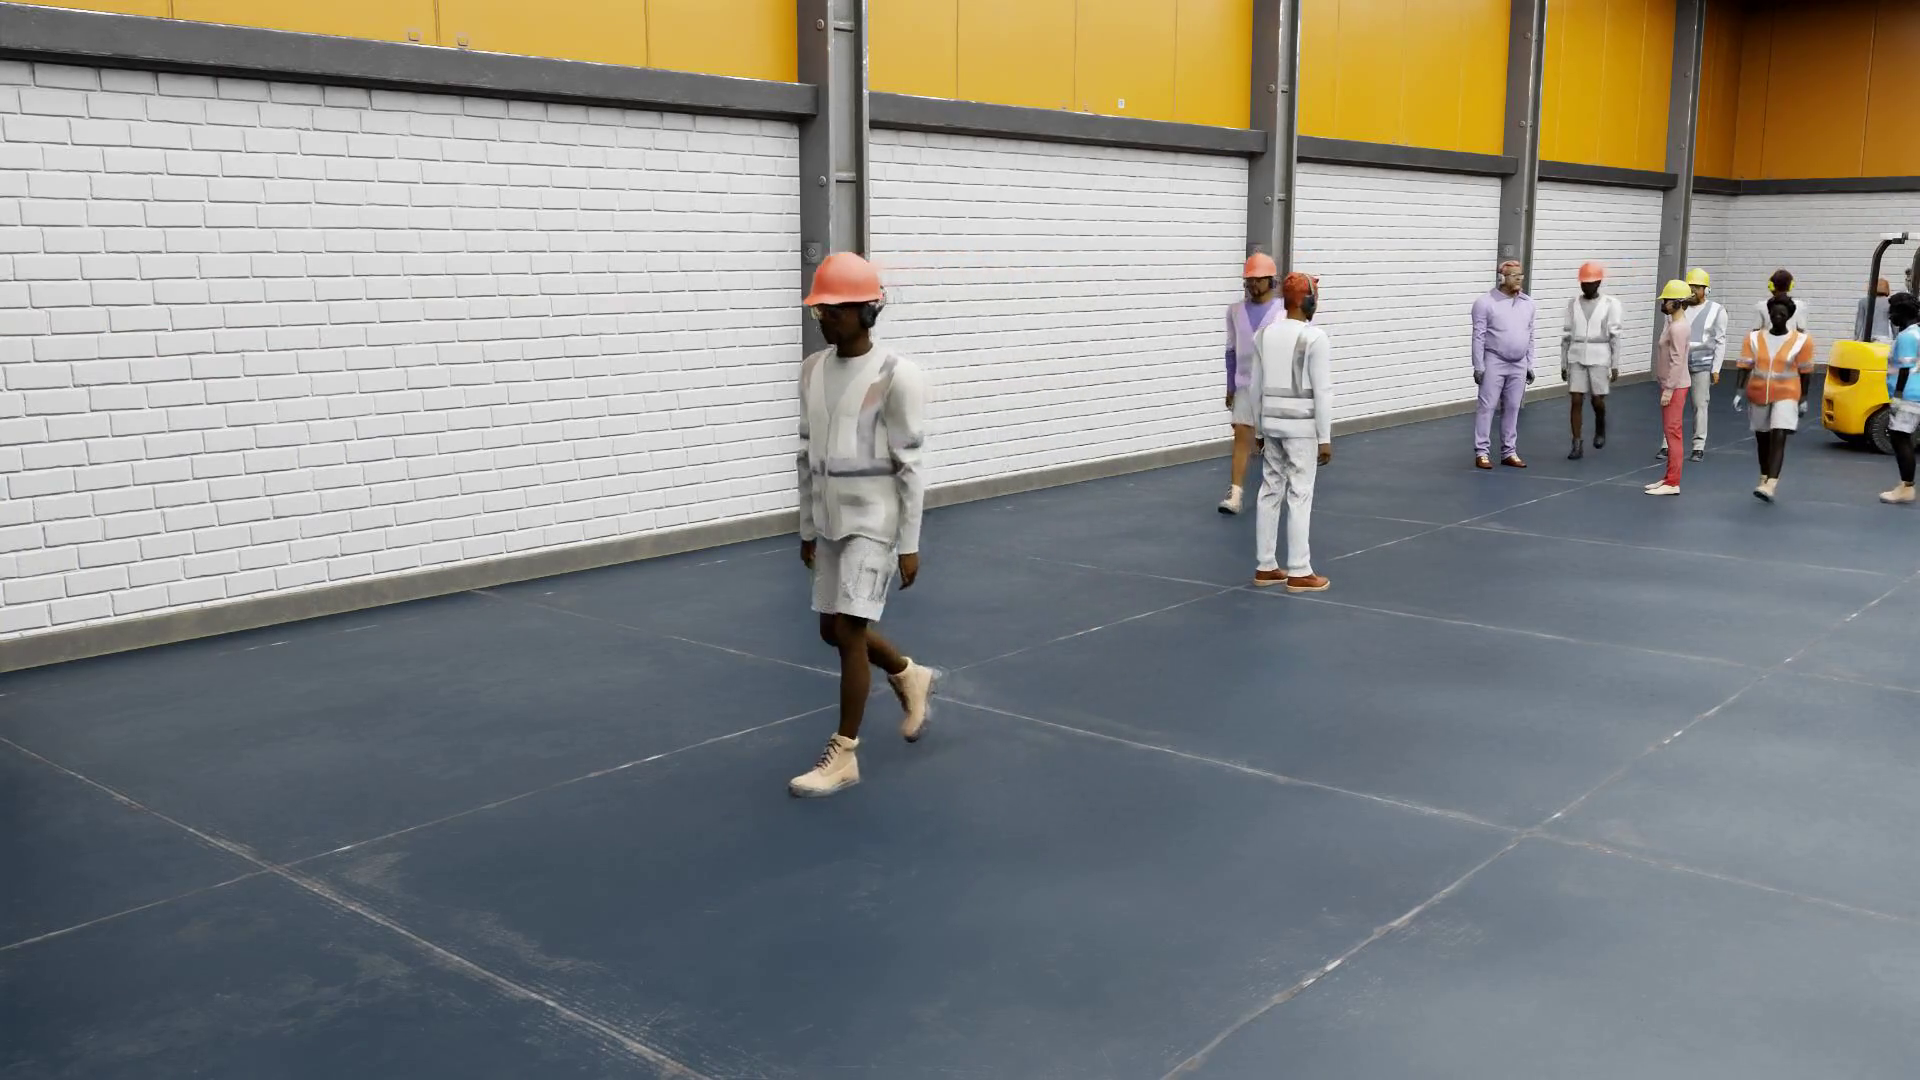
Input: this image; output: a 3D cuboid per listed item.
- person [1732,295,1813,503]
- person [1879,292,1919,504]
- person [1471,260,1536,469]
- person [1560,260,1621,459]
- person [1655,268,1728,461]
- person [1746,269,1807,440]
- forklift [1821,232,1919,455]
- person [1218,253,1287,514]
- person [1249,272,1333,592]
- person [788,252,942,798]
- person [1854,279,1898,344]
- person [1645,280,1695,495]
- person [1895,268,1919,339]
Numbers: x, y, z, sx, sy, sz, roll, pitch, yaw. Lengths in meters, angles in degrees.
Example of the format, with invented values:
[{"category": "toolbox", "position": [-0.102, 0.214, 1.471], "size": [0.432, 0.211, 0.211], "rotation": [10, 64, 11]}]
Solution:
[{"category": "person", "position": [6.465, -1.122, 13.289], "size": [0.544, 1.649, 0.894], "rotation": [9, 13, 41]}, {"category": "person", "position": [7.523, -1.129, 13.254], "size": [0.371, 1.681, 0.551], "rotation": [7, 12, 35]}, {"category": "person", "position": [5.027, -1.611, 15.347], "size": [0.641, 1.913, 0.408], "rotation": [-3, 10, -15]}, {"category": "person", "position": [6.085, -1.733, 16.037], "size": [0.575, 1.910, 0.656], "rotation": [7, 12, 34]}, {"category": "person", "position": [6.974, -1.670, 15.895], "size": [0.591, 1.837, 0.403], "rotation": [8, 13, 37]}, {"category": "person", "position": [8.263, -1.824, 16.850], "size": [0.531, 1.828, 0.986], "rotation": [2, 10, 9]}, {"category": "forklift", "position": [9.955, -1.972, 16.595], "size": [2.313, 2.155, 1.214], "rotation": [1, 10, 8]}, {"category": "person", "position": [2.302, -1.202, 12.810], "size": [0.626, 1.987, 1.036], "rotation": [6, 12, 30]}, {"category": "person", "position": [1.967, -0.635, 9.863], "size": [0.337, 1.883, 0.584], "rotation": [-7, 12, -35]}, {"category": "person", "position": [-0.344, -0.075, 6.321], "size": [0.611, 2.022, 0.788], "rotation": [9, 13, 42]}, {"category": "person", "position": [12.768, -2.821, 23.143], "size": [0.529, 1.589, 0.844], "rotation": [9, 13, 41]}, {"category": "person", "position": [5.850, -1.248, 13.695], "size": [0.308, 1.769, 0.525], "rotation": [4, 11, 23]}, {"category": "person", "position": [10.284, -2.024, 17.934], "size": [0.465, 1.822, 0.588], "rotation": [0, 10, 0]}]
